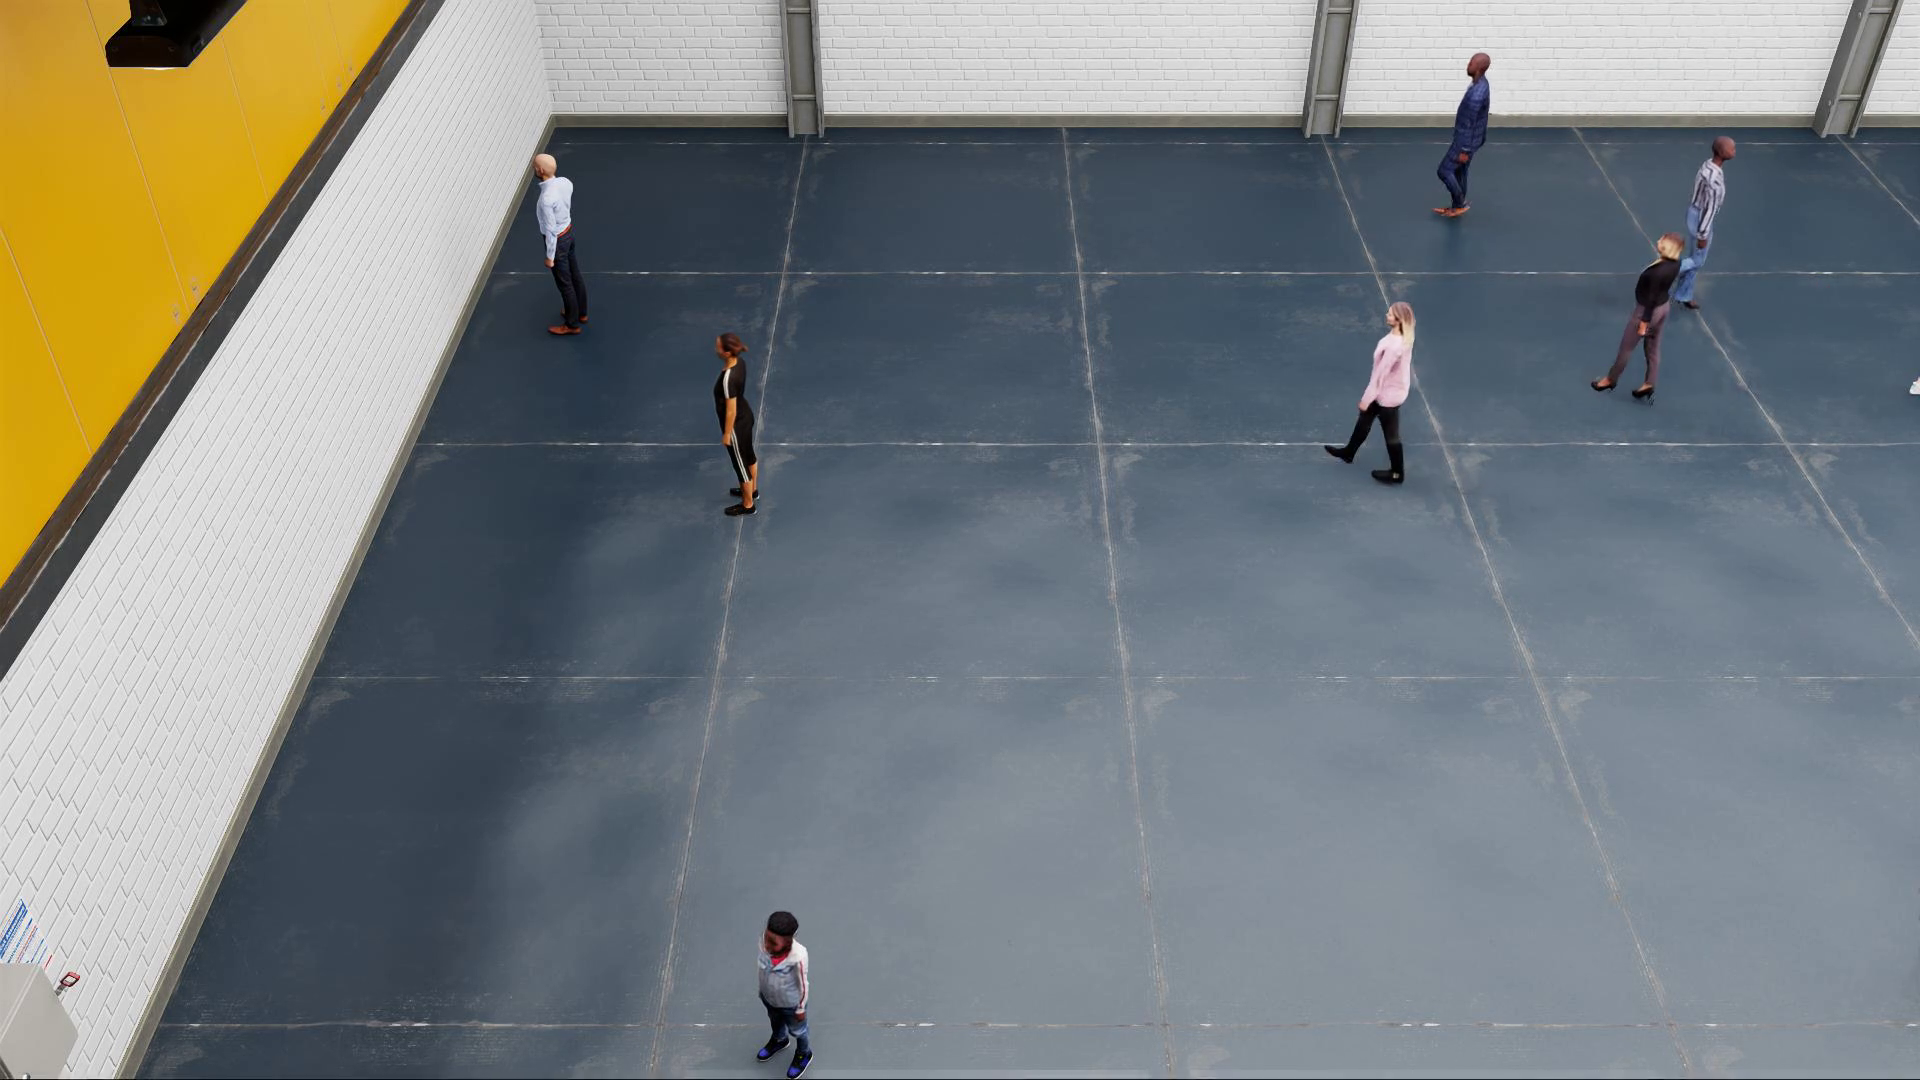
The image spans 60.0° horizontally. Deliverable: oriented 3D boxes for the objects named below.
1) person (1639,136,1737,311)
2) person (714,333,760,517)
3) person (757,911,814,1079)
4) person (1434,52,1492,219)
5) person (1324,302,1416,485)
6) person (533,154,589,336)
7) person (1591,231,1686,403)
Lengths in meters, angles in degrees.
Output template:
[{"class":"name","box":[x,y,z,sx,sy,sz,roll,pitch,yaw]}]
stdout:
[{"class":"person","box":[6.920,-2.978,15.770,0.958,1.779,0.780,10,40,12]},{"class":"person","box":[-1.781,-0.947,13.314,0.539,1.670,0.592,3,39,4]},{"class":"person","box":[-0.980,2.515,9.307,0.556,1.261,0.628,24,45,27]},{"class":"person","box":[5.320,-4.147,17.212,0.750,1.806,0.755,10,40,12]},{"class":"person","box":[3.601,-1.173,13.605,1.028,1.659,0.824,14,41,16]},{"class":"person","box":[-3.727,-2.757,15.483,0.632,1.791,0.684,7,39,9]},{"class":"person","box":[6.094,-1.926,14.551,0.888,1.656,0.828,31,48,33]}]
